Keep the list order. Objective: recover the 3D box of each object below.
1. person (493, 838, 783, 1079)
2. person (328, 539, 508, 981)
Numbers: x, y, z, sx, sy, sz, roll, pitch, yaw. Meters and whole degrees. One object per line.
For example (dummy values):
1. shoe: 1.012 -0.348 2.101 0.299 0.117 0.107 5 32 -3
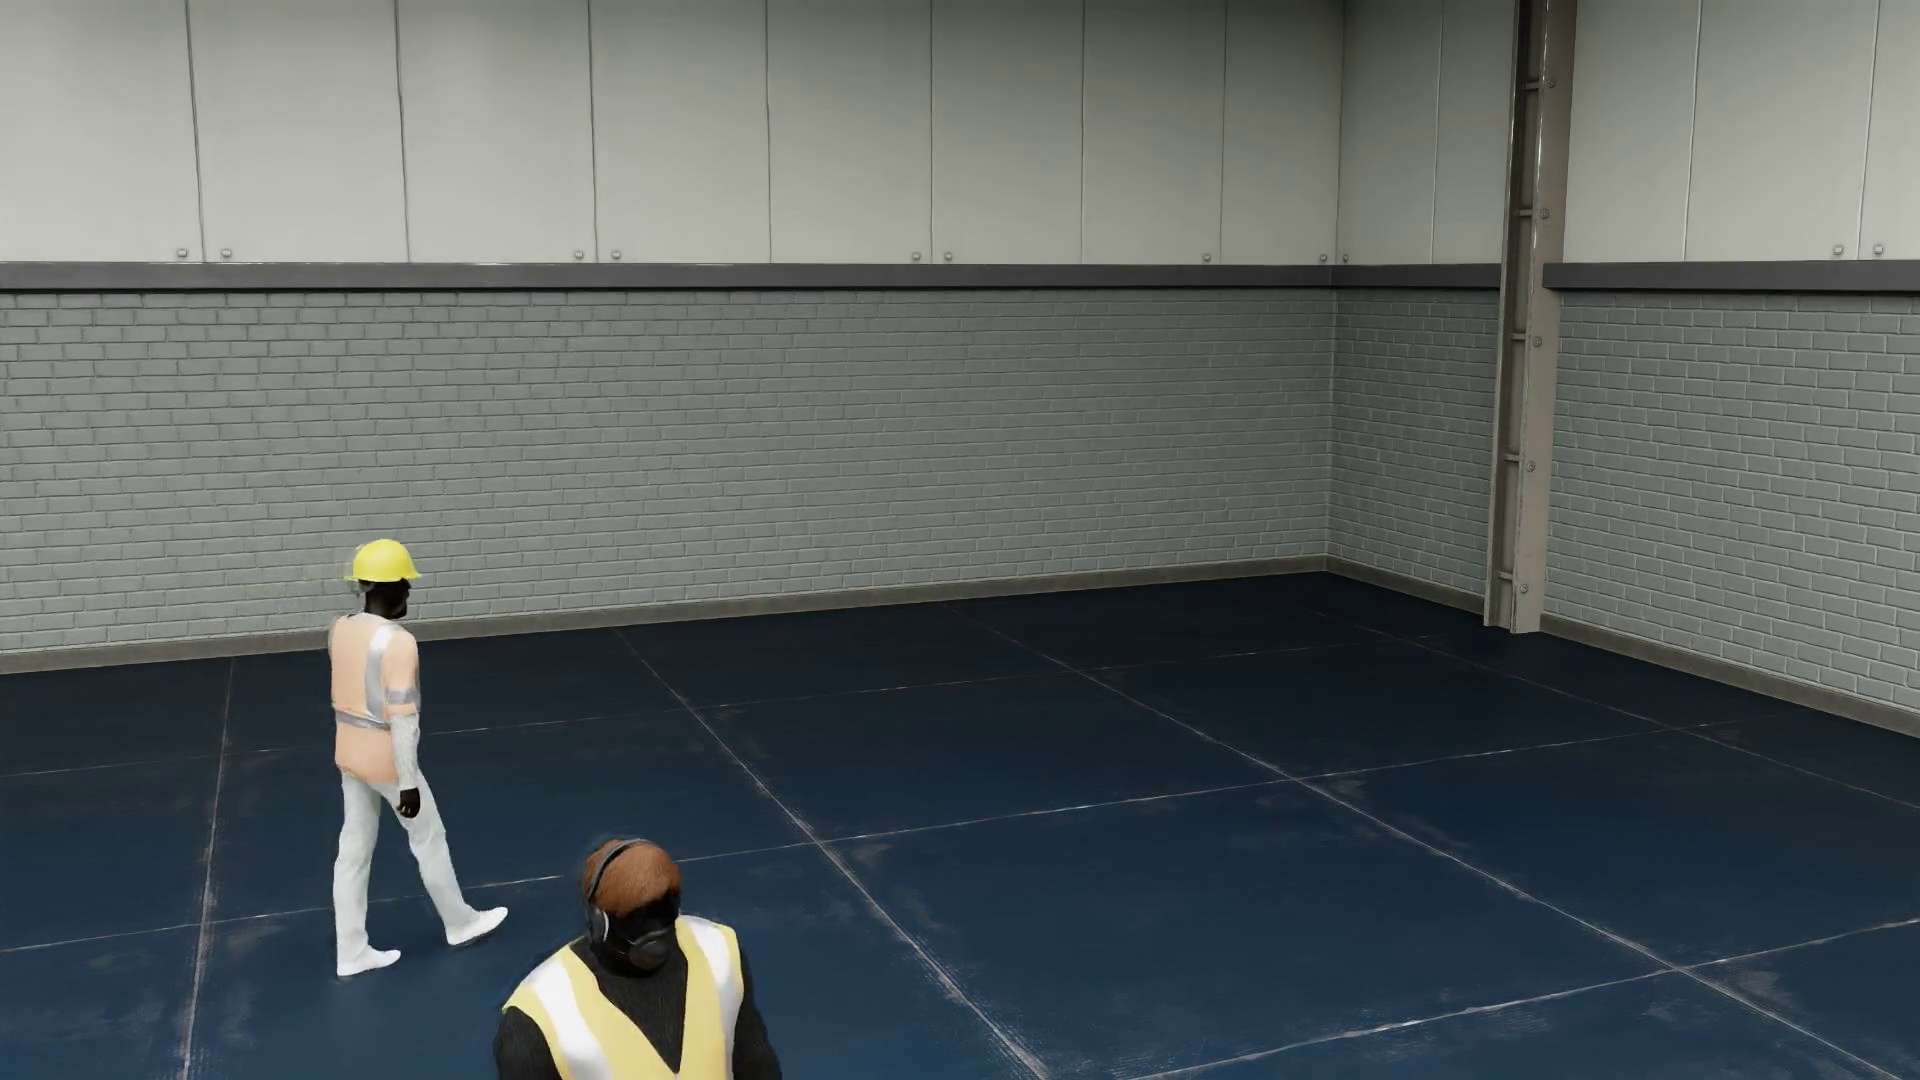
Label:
1. person: -0.714 1.540 3.856 0.639 1.793 0.979 -9 12 -43
2. person: -2.426 0.929 7.318 0.612 1.893 0.871 7 11 36
